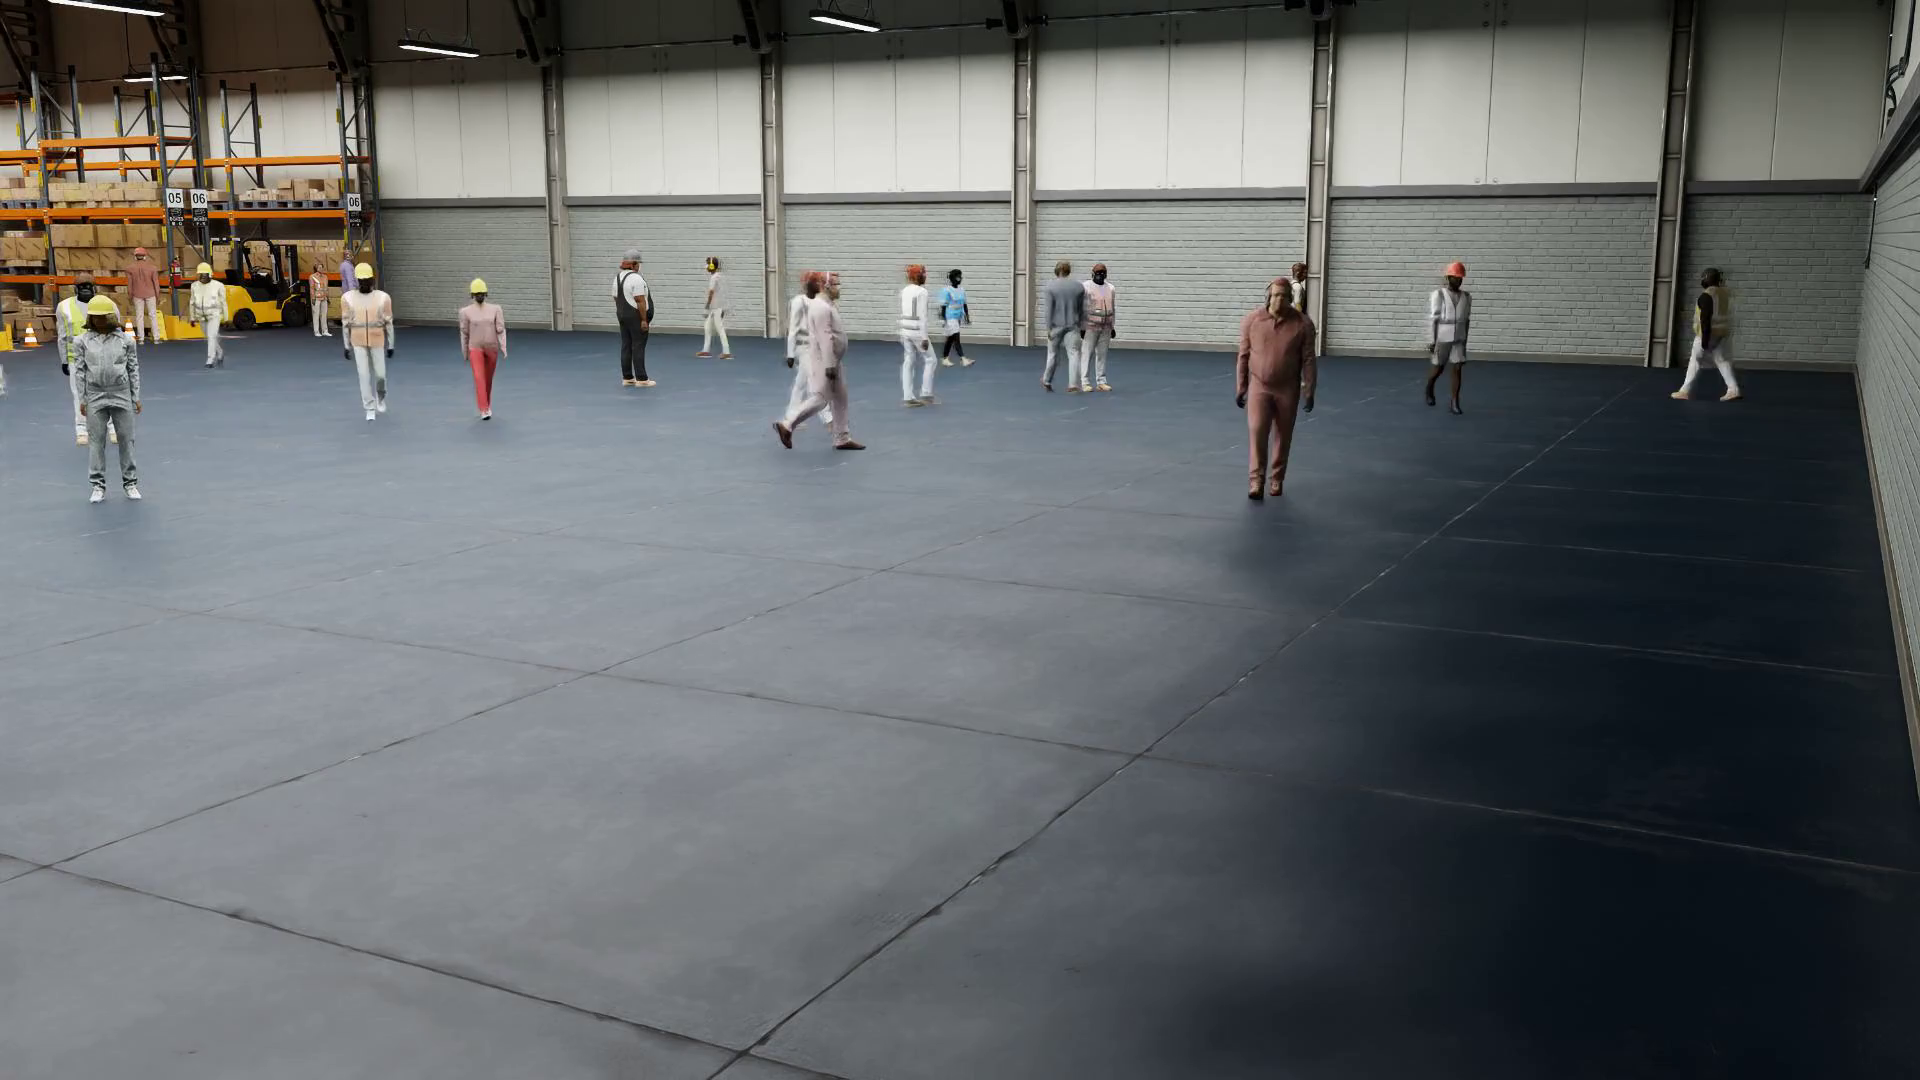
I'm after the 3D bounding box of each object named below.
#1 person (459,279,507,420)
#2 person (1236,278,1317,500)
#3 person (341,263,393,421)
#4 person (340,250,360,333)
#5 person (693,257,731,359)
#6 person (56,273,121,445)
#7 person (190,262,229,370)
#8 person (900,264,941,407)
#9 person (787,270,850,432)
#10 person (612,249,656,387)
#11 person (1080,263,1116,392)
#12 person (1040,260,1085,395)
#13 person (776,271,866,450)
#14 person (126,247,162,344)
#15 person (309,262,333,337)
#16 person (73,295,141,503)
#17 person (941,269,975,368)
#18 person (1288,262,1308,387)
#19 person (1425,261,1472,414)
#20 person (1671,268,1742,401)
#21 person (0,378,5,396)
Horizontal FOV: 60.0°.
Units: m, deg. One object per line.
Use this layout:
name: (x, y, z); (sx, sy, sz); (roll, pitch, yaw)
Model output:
person: (-5.863, -2.345, 20.460); (0.525, 1.716, 0.955); (-5, 12, -27)
person: (2.675, -1.265, 14.094); (0.675, 1.864, 0.919); (2, 11, 12)
person: (-7.222, -2.422, 20.300); (0.593, 1.910, 0.506); (-4, 11, -19)
person: (-14.068, -5.740, 38.410); (0.407, 1.908, 0.641); (-6, 12, -30)
person: (-4.557, -4.194, 30.183); (0.829, 1.841, 0.515); (0, 10, -2)
person: (-9.332, -1.936, 17.871); (0.624, 1.837, 0.428); (-4, 11, -23)
person: (-12.665, -3.793, 28.119); (0.614, 1.800, 0.826); (1, 10, 3)
person: (-0.488, -2.675, 21.797); (0.645, 1.865, 0.605); (-7, 13, -34)
person: (-1.639, -2.148, 19.002); (0.970, 1.832, 0.593); (5, 11, 25)
person: (-4.826, -3.309, 24.786); (0.537, 2.000, 0.680); (-10, 14, -44)
person: (1.987, -3.055, 23.954); (0.624, 1.841, 0.430); (-6, 12, -28)
person: (1.454, -3.033, 23.701); (0.637, 1.881, 1.029); (-3, 11, -15)
person: (-1.450, -1.855, 17.299); (0.833, 1.882, 0.640); (1, 10, 5)
person: (-16.830, -5.029, 34.313); (0.611, 1.987, 0.392); (-4, 11, -20)
person: (-14.209, -5.333, 36.922); (0.308, 1.641, 0.514); (4, 11, 23)
person: (-7.182, -1.190, 14.049); (0.488, 1.740, 0.319); (-6, 12, -29)
person: (-0.020, -3.740, 28.176); (0.867, 1.652, 0.553); (7, 13, 34)
person: (4.984, -3.186, 24.668); (0.346, 1.840, 0.505); (-1, 10, -8)
person: (6.203, -2.574, 21.127); (0.553, 1.918, 0.804); (-1, 10, -5)
person: (10.223, -2.778, 22.563); (0.640, 1.805, 0.932); (-8, 13, -36)
person: (-13.776, -2.953, 23.126); (1.018, 1.944, 0.640); (3, 11, 18)
